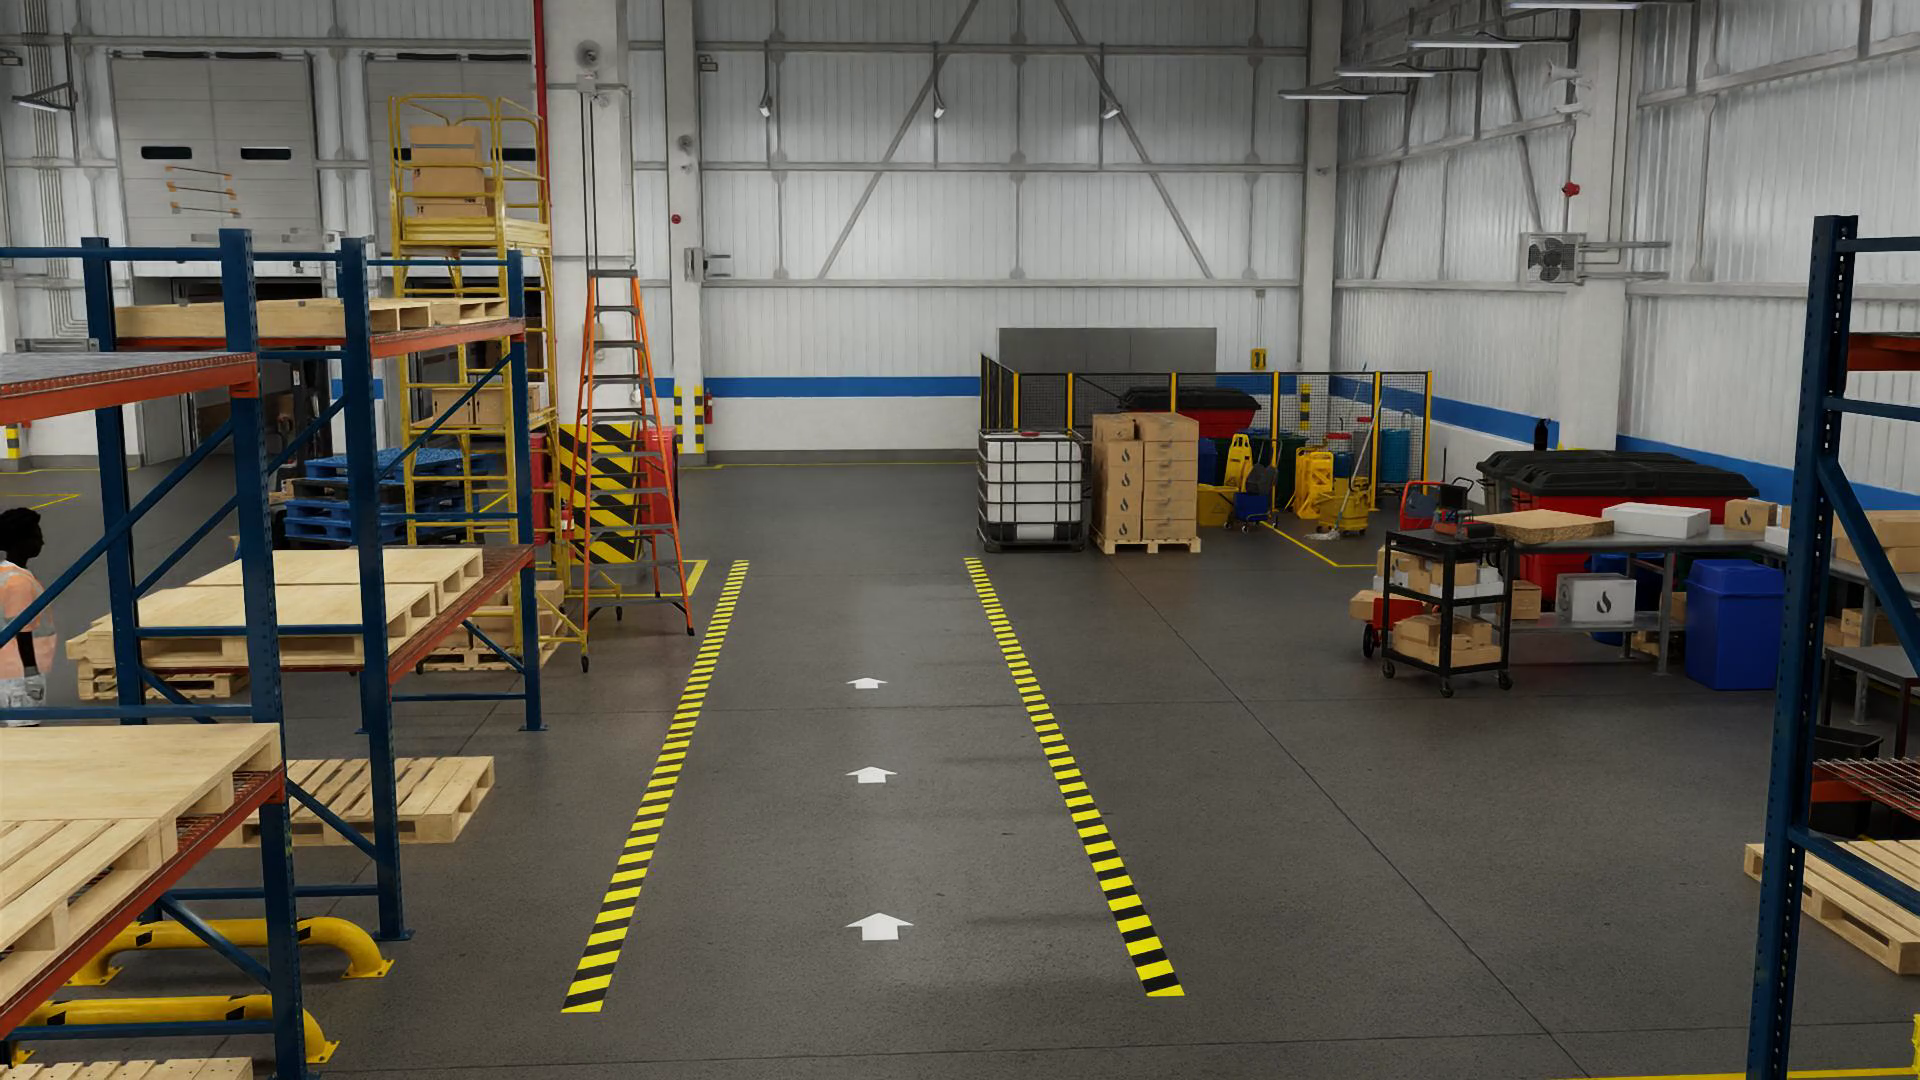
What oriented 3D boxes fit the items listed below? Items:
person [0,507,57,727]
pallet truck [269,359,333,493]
[{"bbox_3d":[-4.872,0.671,8.657,0.321,1.689,0.529,-5,10,-30],"label":"person"},{"bbox_3d":[-7.062,-1.131,18.996,1.885,1.965,0.823,2,9,13],"label":"pallet truck"}]
